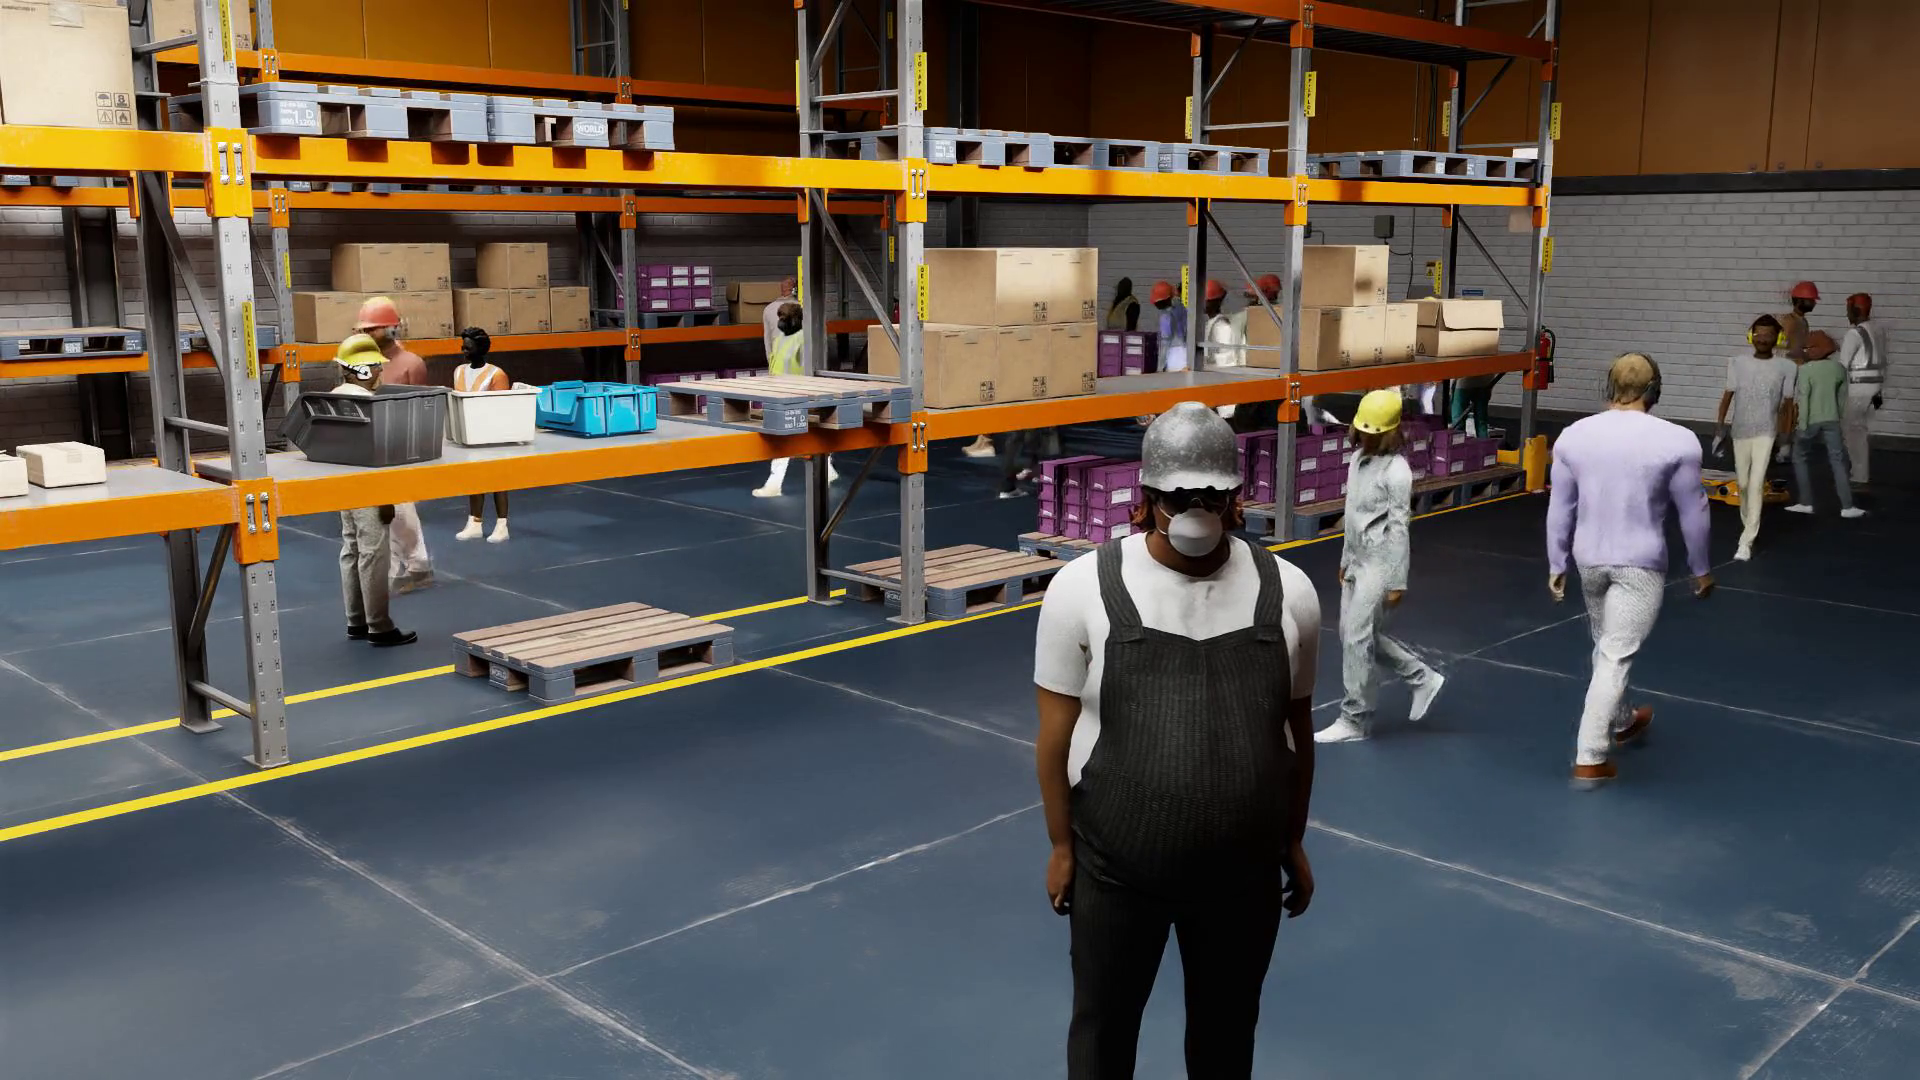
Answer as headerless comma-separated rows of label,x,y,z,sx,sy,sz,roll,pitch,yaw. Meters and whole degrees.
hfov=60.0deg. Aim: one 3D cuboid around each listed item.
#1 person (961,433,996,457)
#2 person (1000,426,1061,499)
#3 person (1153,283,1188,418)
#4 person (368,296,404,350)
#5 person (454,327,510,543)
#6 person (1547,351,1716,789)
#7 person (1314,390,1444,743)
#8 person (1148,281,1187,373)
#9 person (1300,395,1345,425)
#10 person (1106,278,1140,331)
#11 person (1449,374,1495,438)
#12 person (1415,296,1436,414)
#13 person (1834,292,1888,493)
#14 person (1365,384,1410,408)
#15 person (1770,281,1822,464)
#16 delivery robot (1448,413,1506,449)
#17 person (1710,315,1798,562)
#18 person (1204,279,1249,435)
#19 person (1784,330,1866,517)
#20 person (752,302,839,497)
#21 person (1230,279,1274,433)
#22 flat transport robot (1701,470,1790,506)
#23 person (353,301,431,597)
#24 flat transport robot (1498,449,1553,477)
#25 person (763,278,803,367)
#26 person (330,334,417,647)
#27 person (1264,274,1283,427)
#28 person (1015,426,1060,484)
person,0.195,-1.925,18.134,0.390,2.041,0.613,-1,10,-6
person,0.740,-1.327,15.319,0.941,1.873,0.604,-7,12,-33
person,2.854,-2.467,21.756,0.958,1.825,0.494,6,12,30
person,-4.820,-1.060,13.786,0.588,1.913,0.537,5,11,24
person,-3.759,-0.823,13.066,0.533,1.697,0.322,5,12,26
person,3.005,0.111,7.442,1.006,1.891,0.651,-9,14,-41
person,2.005,0.130,7.839,0.590,1.700,0.497,-2,10,-8
person,2.425,-2.019,19.074,0.500,1.887,0.654,5,11,24
person,4.009,-1.876,18.427,0.556,1.844,0.586,0,10,-2
person,2.316,-2.863,23.928,0.432,1.806,0.705,-4,11,-23
person,5.099,-1.512,16.667,0.533,1.759,0.343,-3,11,-14
person,5.271,-1.901,18.886,0.669,1.716,0.563,-5,12,-25
person,8.425,-1.377,15.606,0.610,1.867,0.482,-8,13,-36
person,4.576,-1.659,17.823,0.400,1.620,0.545,-9,14,-42
person,8.788,-1.742,17.458,0.453,1.921,0.580,9,14,41
delivery robot,5.344,-1.088,17.373,0.477,0.478,0.707,-5,12,-27
person,6.013,-0.794,12.583,0.518,1.828,0.975,8,13,39
person,2.636,-1.573,16.375,0.982,1.998,0.625,0,10,-2
person,7.478,-0.994,14.303,0.630,1.595,0.479,-1,10,-3
person,-1.524,-1.323,15.533,0.946,1.803,0.624,-6,12,-29
person,2.909,-1.649,16.849,0.636,1.974,0.611,10,14,44
flat transport robot,6.783,-0.524,15.331,0.652,0.197,1.431,-7,13,-34
person,-3.853,-0.606,11.140,0.651,1.964,0.742,7,12,32
flat transport robot,5.973,-0.743,16.525,0.652,0.197,1.431,-5,11,-25
person,-2.019,-2.176,19.896,0.639,1.902,0.407,4,11,21
person,-3.488,-0.291,9.795,0.404,1.835,0.587,-9,14,-41
person,3.872,-2.361,20.856,0.545,1.917,0.523,-6,12,-30
person,0.741,-1.437,16.081,0.563,1.829,0.508,-6,12,-32
